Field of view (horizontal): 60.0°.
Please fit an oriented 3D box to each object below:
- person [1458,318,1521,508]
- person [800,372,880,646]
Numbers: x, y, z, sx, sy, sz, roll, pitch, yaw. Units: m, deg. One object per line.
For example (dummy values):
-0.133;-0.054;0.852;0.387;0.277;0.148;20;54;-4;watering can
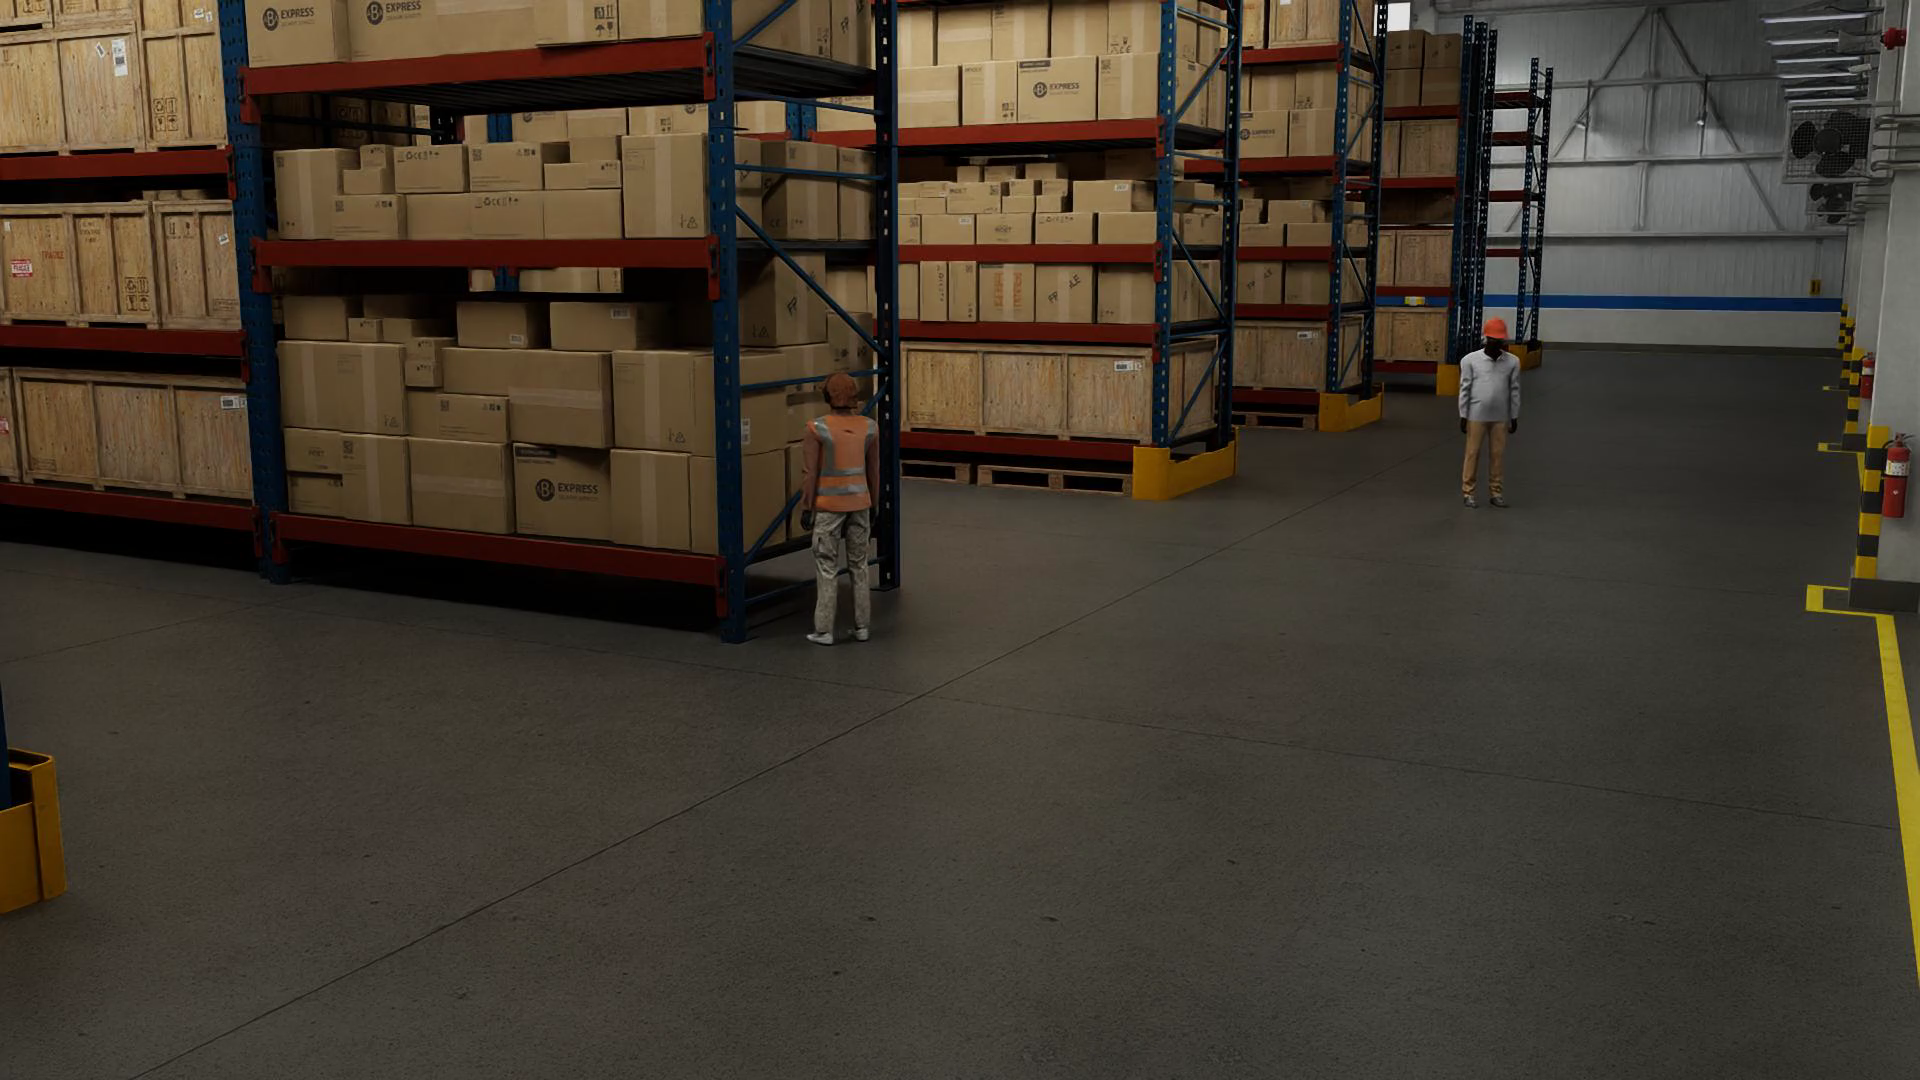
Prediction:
4.841;-1.152;15.210;0.564;1.743;0.362;0;10;-1;person
-0.705;-0.182;9.918;0.524;1.631;0.318;-6;12;-32;person
